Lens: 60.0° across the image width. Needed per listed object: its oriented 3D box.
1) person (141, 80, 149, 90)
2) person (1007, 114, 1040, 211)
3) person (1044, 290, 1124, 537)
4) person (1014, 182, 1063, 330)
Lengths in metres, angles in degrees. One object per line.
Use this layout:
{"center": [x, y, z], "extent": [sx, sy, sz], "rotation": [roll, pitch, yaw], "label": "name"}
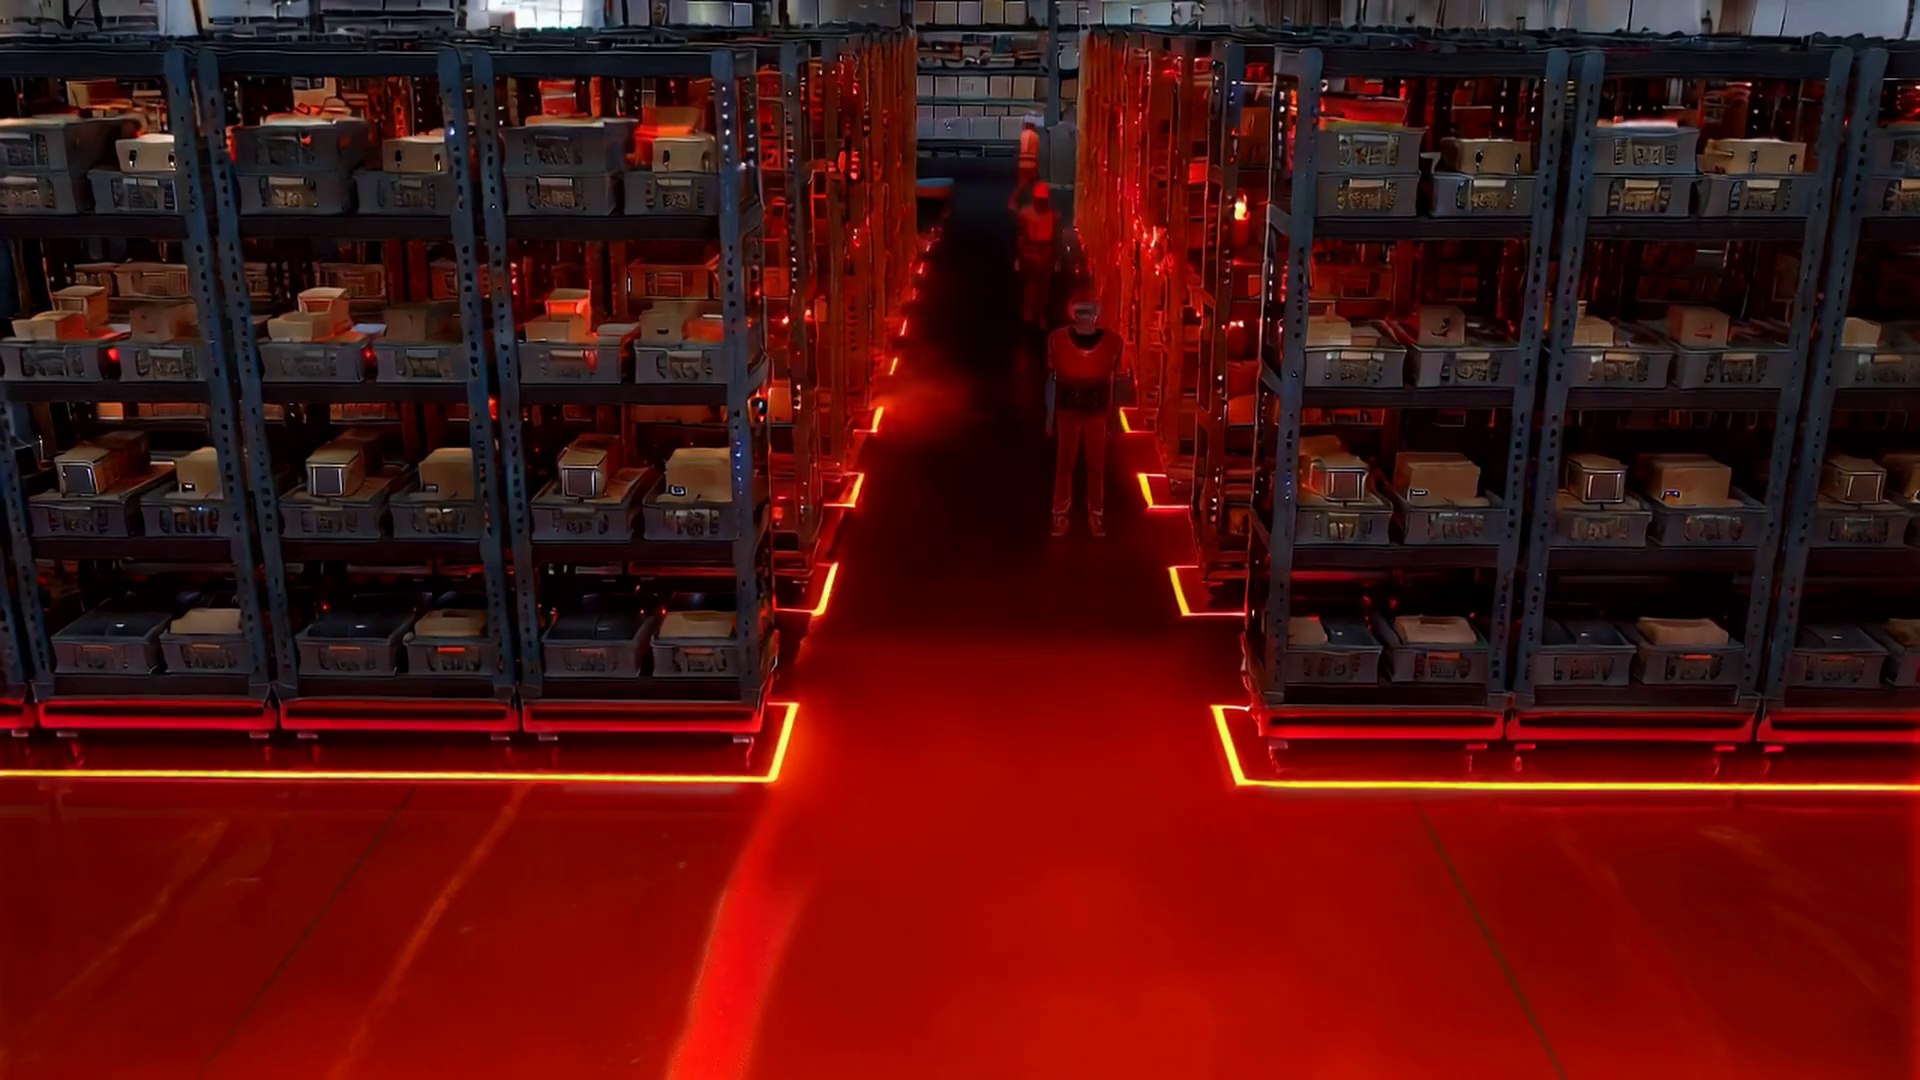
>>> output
{"center": [-26.011, -13.773, 53.241], "extent": [0.429, 1.841, 0.633], "rotation": [4, 18, 13], "label": "person"}
{"center": [1.324, -7.448, 32.949], "extent": [0.752, 1.923, 0.616], "rotation": [-14, 22, -37], "label": "person"}
{"center": [0.912, -0.939, 12.329], "extent": [0.570, 1.843, 0.373], "rotation": [1, 17, 2], "label": "person"}
{"center": [0.977, -3.522, 20.602], "extent": [0.613, 1.818, 0.468], "rotation": [-1, 17, -3], "label": "person"}
